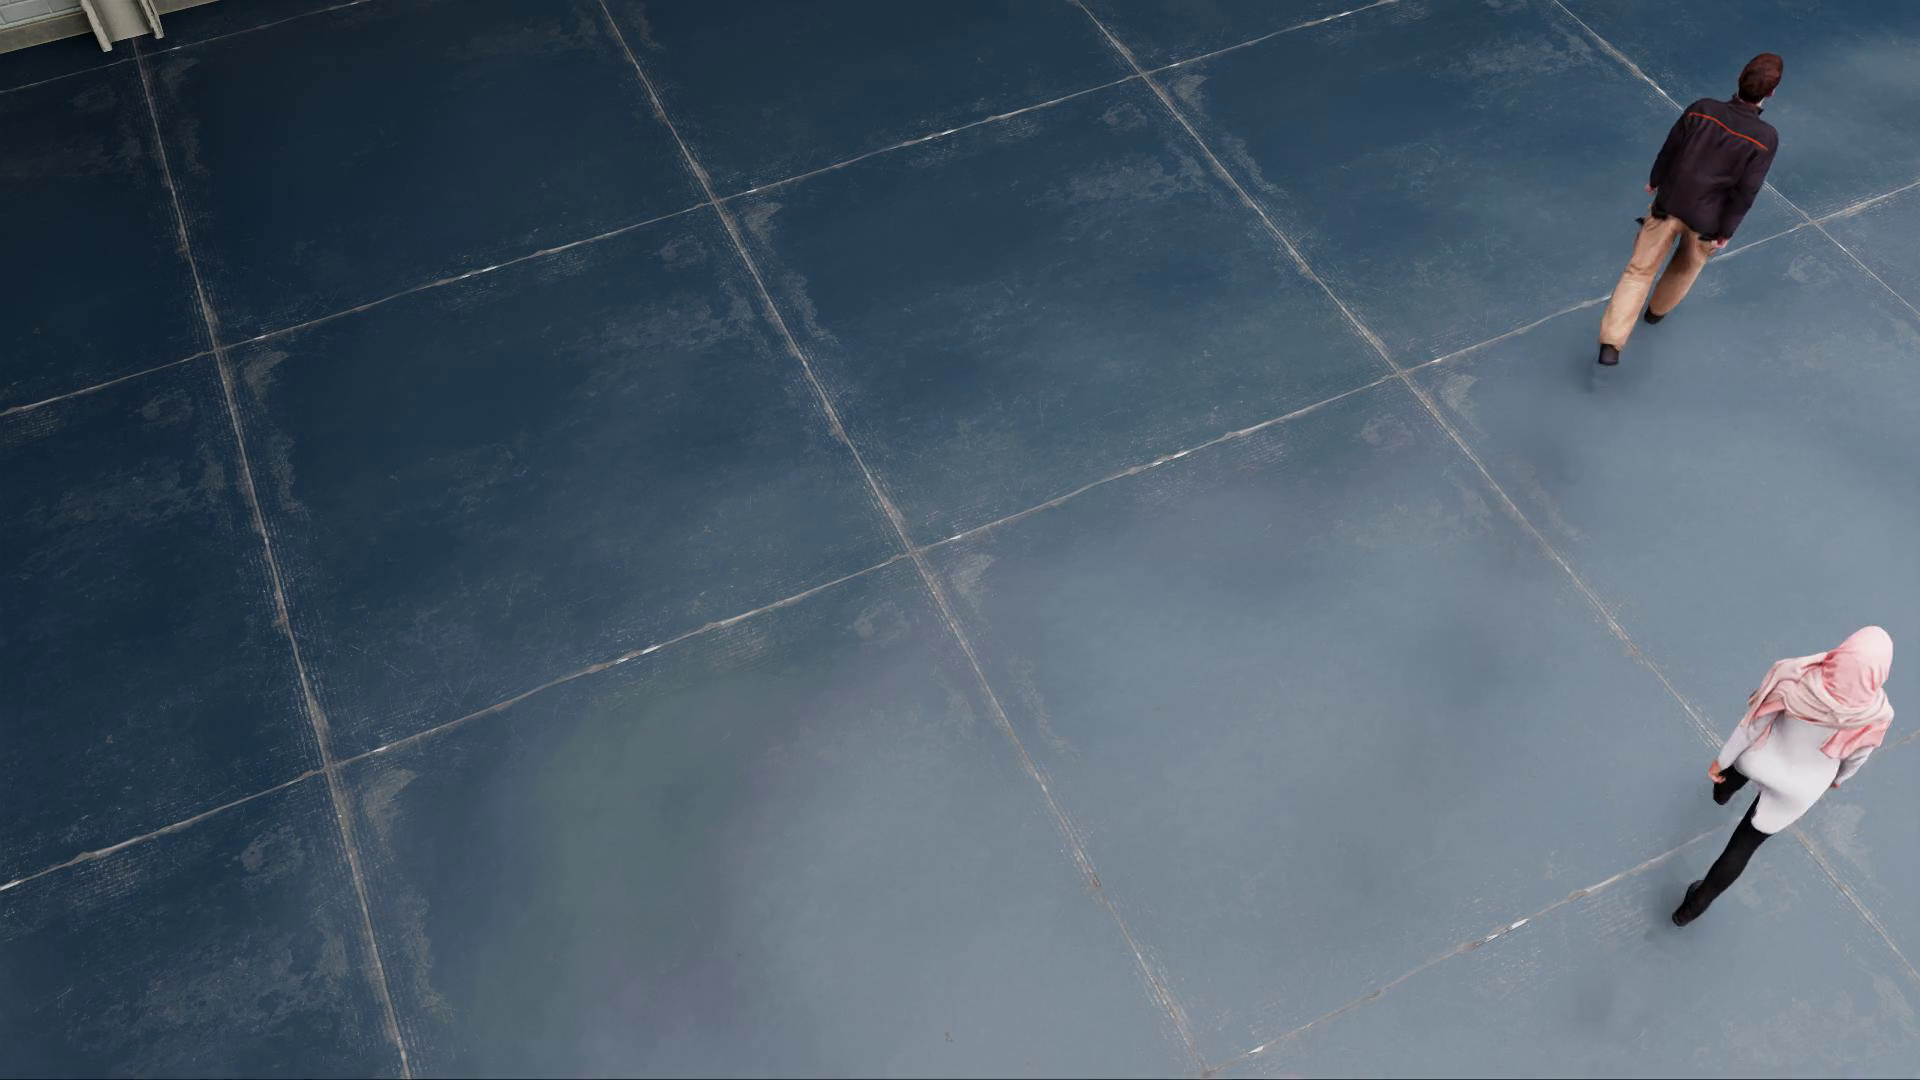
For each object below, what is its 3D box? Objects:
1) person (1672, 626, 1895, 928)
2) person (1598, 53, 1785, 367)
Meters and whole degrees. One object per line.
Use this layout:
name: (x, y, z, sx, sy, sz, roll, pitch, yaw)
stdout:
person: (3.276, 1.011, 6.728, 1.030, 1.749, 1.249, 28, 57, 20)
person: (3.781, -1.679, 8.719, 1.101, 1.895, 1.311, 27, 57, 19)
